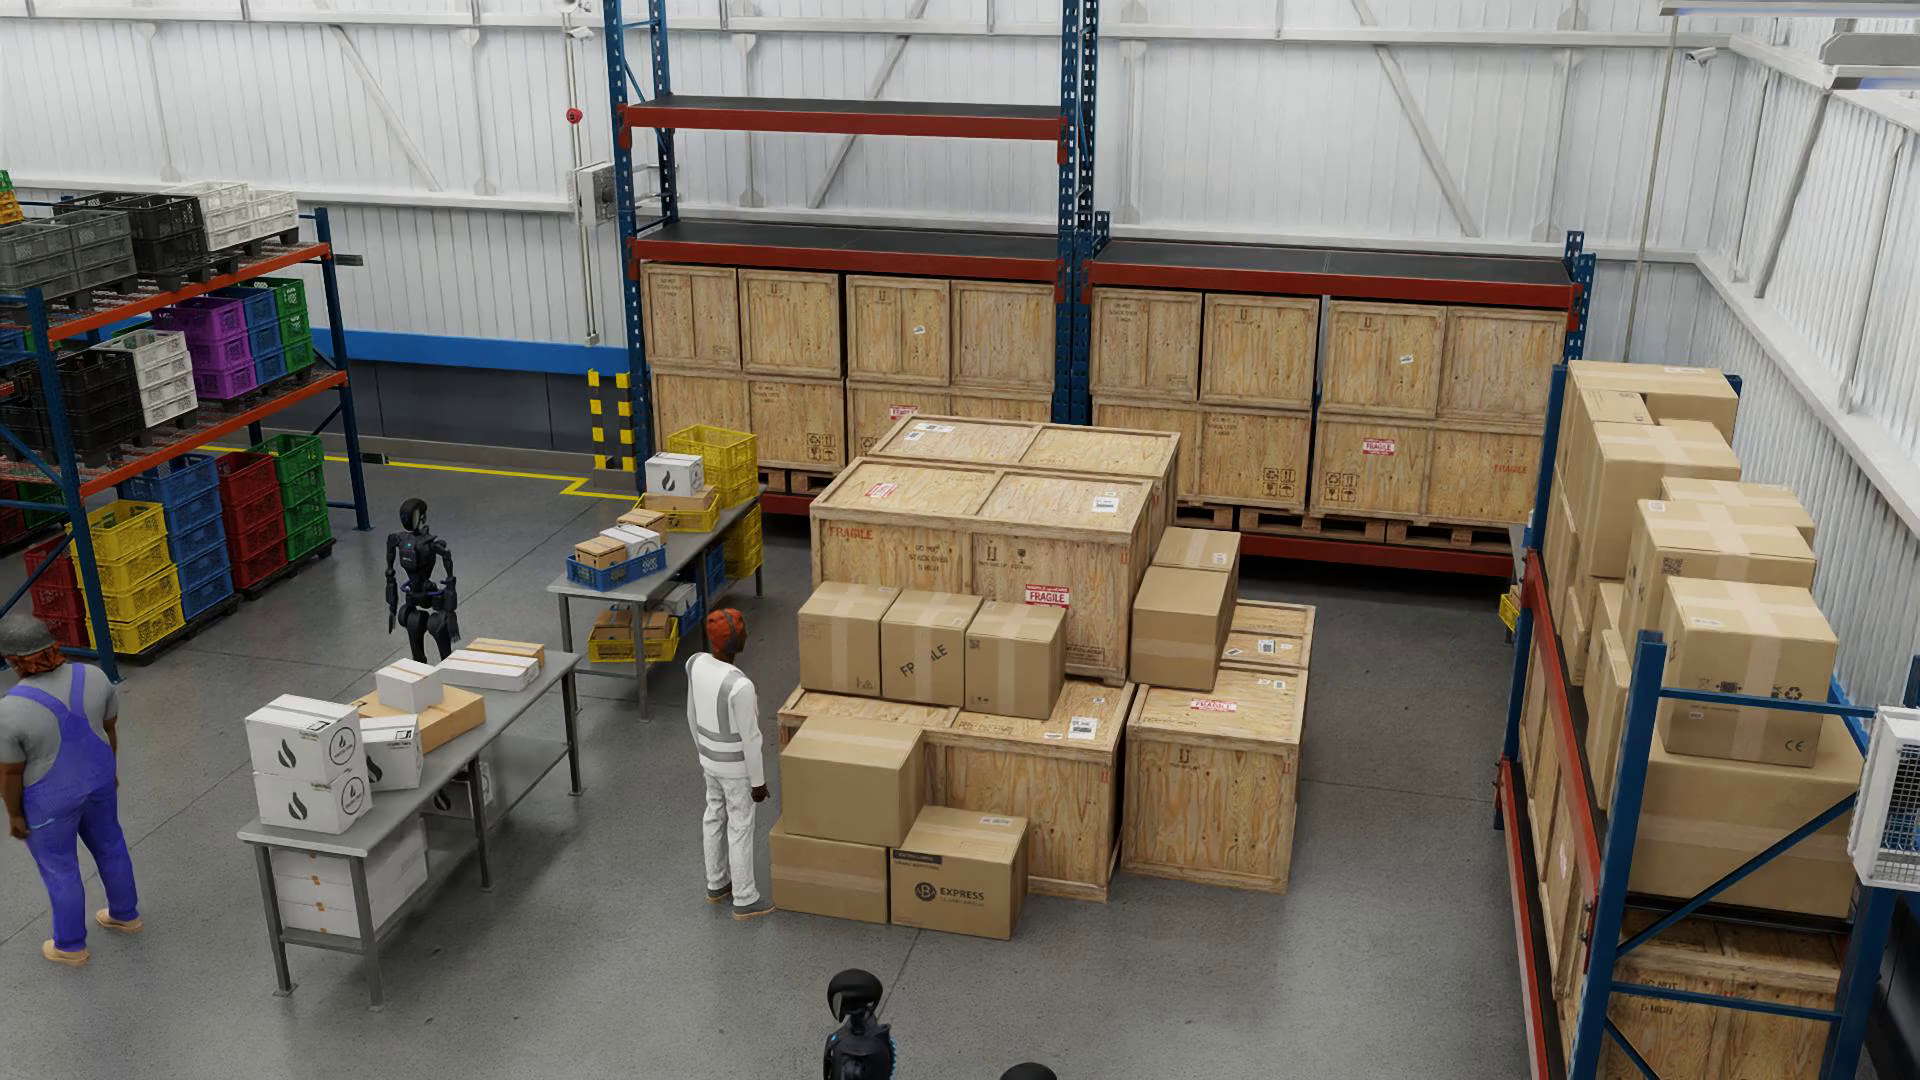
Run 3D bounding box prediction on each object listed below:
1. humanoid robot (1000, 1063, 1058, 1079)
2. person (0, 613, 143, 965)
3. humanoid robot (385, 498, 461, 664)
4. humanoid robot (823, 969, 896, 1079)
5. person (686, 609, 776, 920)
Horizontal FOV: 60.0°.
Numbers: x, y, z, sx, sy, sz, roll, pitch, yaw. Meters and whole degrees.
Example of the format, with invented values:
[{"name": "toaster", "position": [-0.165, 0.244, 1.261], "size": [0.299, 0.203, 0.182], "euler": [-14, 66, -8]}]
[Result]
[{"name": "humanoid robot", "position": [0.262, 2.635, 6.158], "size": [0.325, 1.657, 0.596], "euler": [-6, 22, -15]}, {"name": "person", "position": [-4.930, 1.332, 9.082], "size": [0.536, 2.000, 0.680], "euler": [10, 23, 25]}, {"name": "humanoid robot", "position": [-3.784, 0.495, 11.754], "size": [0.589, 1.660, 0.327], "euler": [6, 22, 14]}, {"name": "humanoid robot", "position": [-0.409, 2.438, 6.675], "size": [0.326, 1.657, 0.592], "euler": [0, 21, 1]}, {"name": "person", "position": [-1.303, 1.267, 9.468], "size": [0.344, 1.882, 0.585], "euler": [-18, 28, -40]}]
